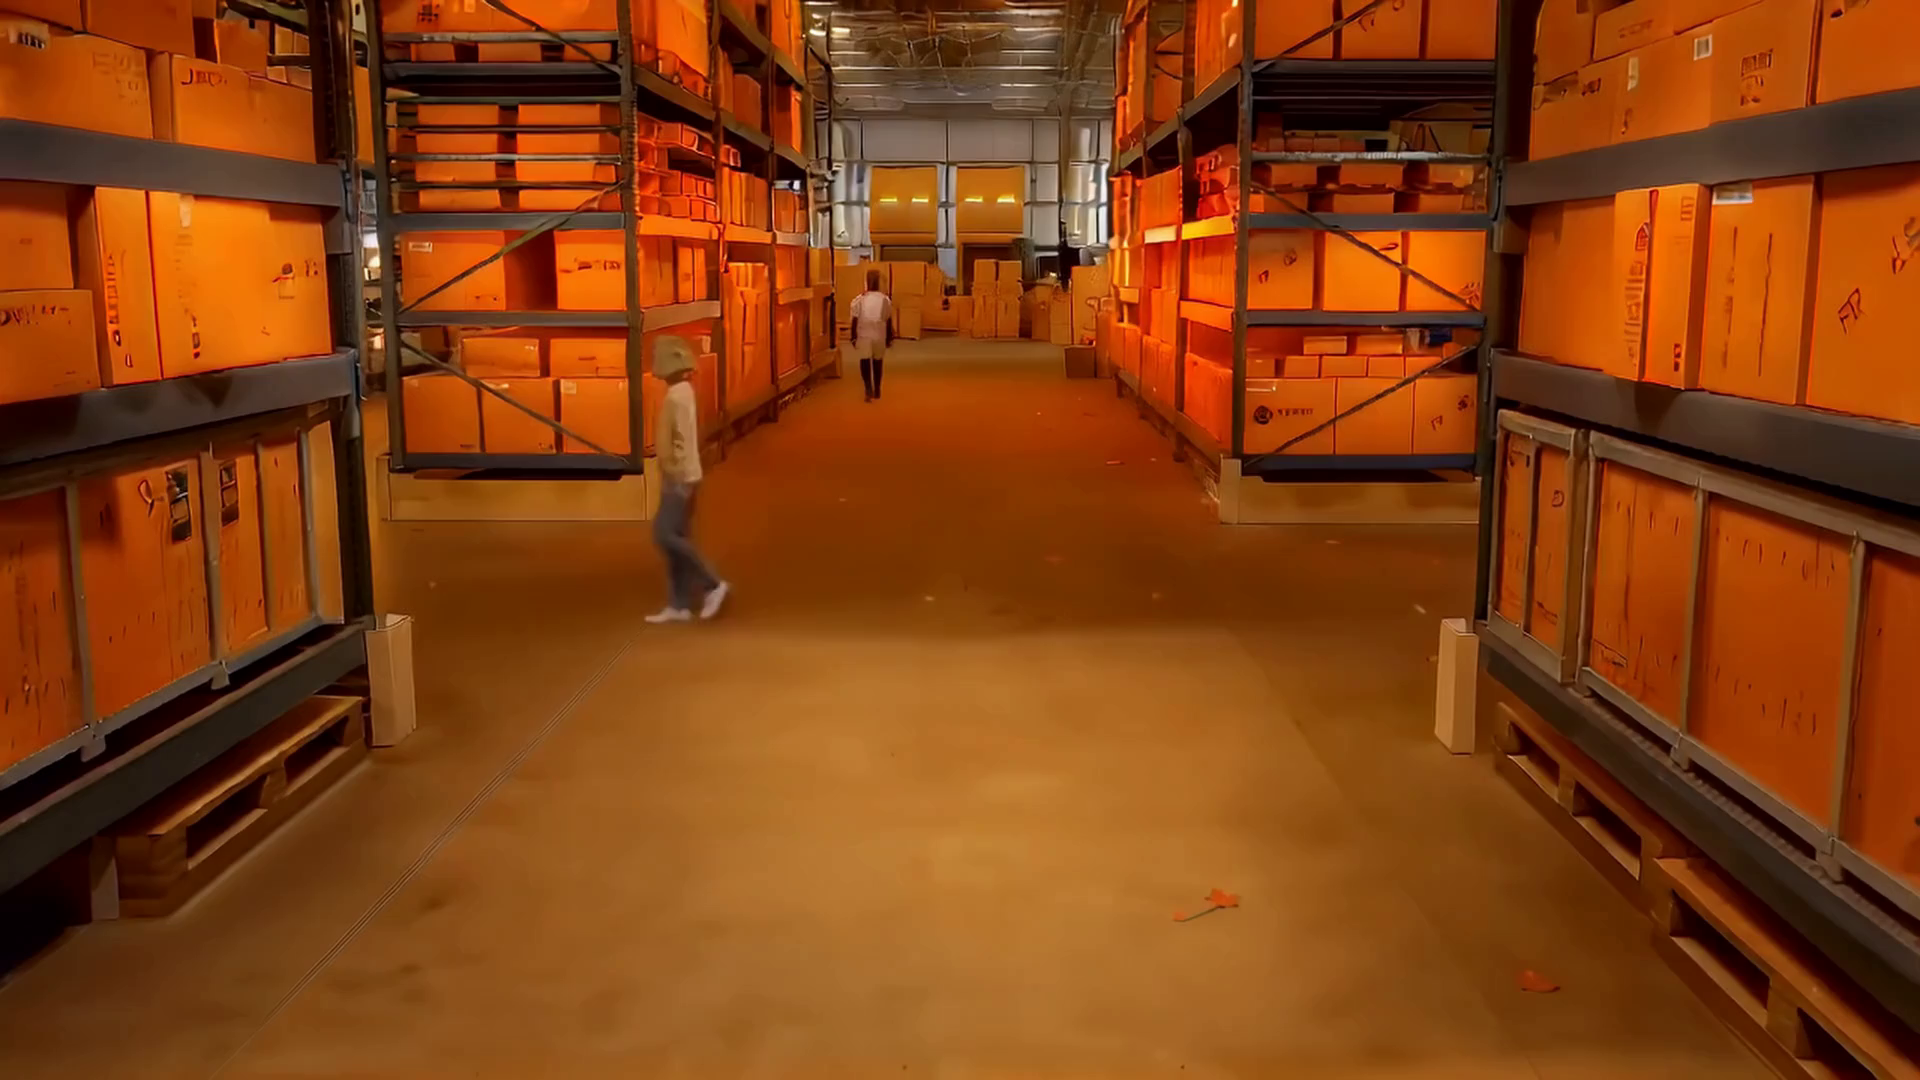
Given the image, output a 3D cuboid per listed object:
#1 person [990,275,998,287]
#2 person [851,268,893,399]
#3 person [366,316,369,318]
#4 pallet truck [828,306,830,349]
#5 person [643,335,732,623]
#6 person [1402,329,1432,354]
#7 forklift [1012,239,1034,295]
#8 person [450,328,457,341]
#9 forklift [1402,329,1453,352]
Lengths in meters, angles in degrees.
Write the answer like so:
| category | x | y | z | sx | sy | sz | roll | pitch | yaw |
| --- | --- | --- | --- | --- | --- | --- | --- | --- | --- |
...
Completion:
| category | x | y | z | sx | sy | sz | roll | pitch | yaw |
| --- | --- | --- | --- | --- | --- | --- | --- | --- | --- |
| person | 1.124 | -8.396 | 57.291 | 0.345 | 1.736 | 0.485 | -5 | 11 | -26 |
| person | -1.285 | -2.999 | 24.319 | 0.613 | 1.946 | 0.784 | -1 | 10 | -7 |
| person | -21.985 | -9.066 | 60.558 | 0.714 | 1.977 | 0.630 | 0 | 9 | 1 |
| pallet truck | -3.100 | -3.940 | 29.800 | 1.885 | 1.965 | 0.823 | 3 | 10 | 19 |
| person | -1.548 | -0.322 | 9.233 | 0.397 | 1.621 | 0.530 | -1 | 10 | -9 |
| person | 8.177 | -3.744 | 29.716 | 0.533 | 1.623 | 0.414 | 2 | 10 | 9 |
| forklift | 2.148 | -8.962 | 57.243 | 1.873 | 2.768 | 1.129 | -5 | 11 | -27 |
| person | -9.875 | -4.186 | 31.621 | 0.813 | 1.873 | 0.669 | 0 | 9 | -2 |
| forklift | 10.525 | -5.727 | 37.864 | 1.129 | 2.768 | 1.873 | -8 | 12 | -39 |
